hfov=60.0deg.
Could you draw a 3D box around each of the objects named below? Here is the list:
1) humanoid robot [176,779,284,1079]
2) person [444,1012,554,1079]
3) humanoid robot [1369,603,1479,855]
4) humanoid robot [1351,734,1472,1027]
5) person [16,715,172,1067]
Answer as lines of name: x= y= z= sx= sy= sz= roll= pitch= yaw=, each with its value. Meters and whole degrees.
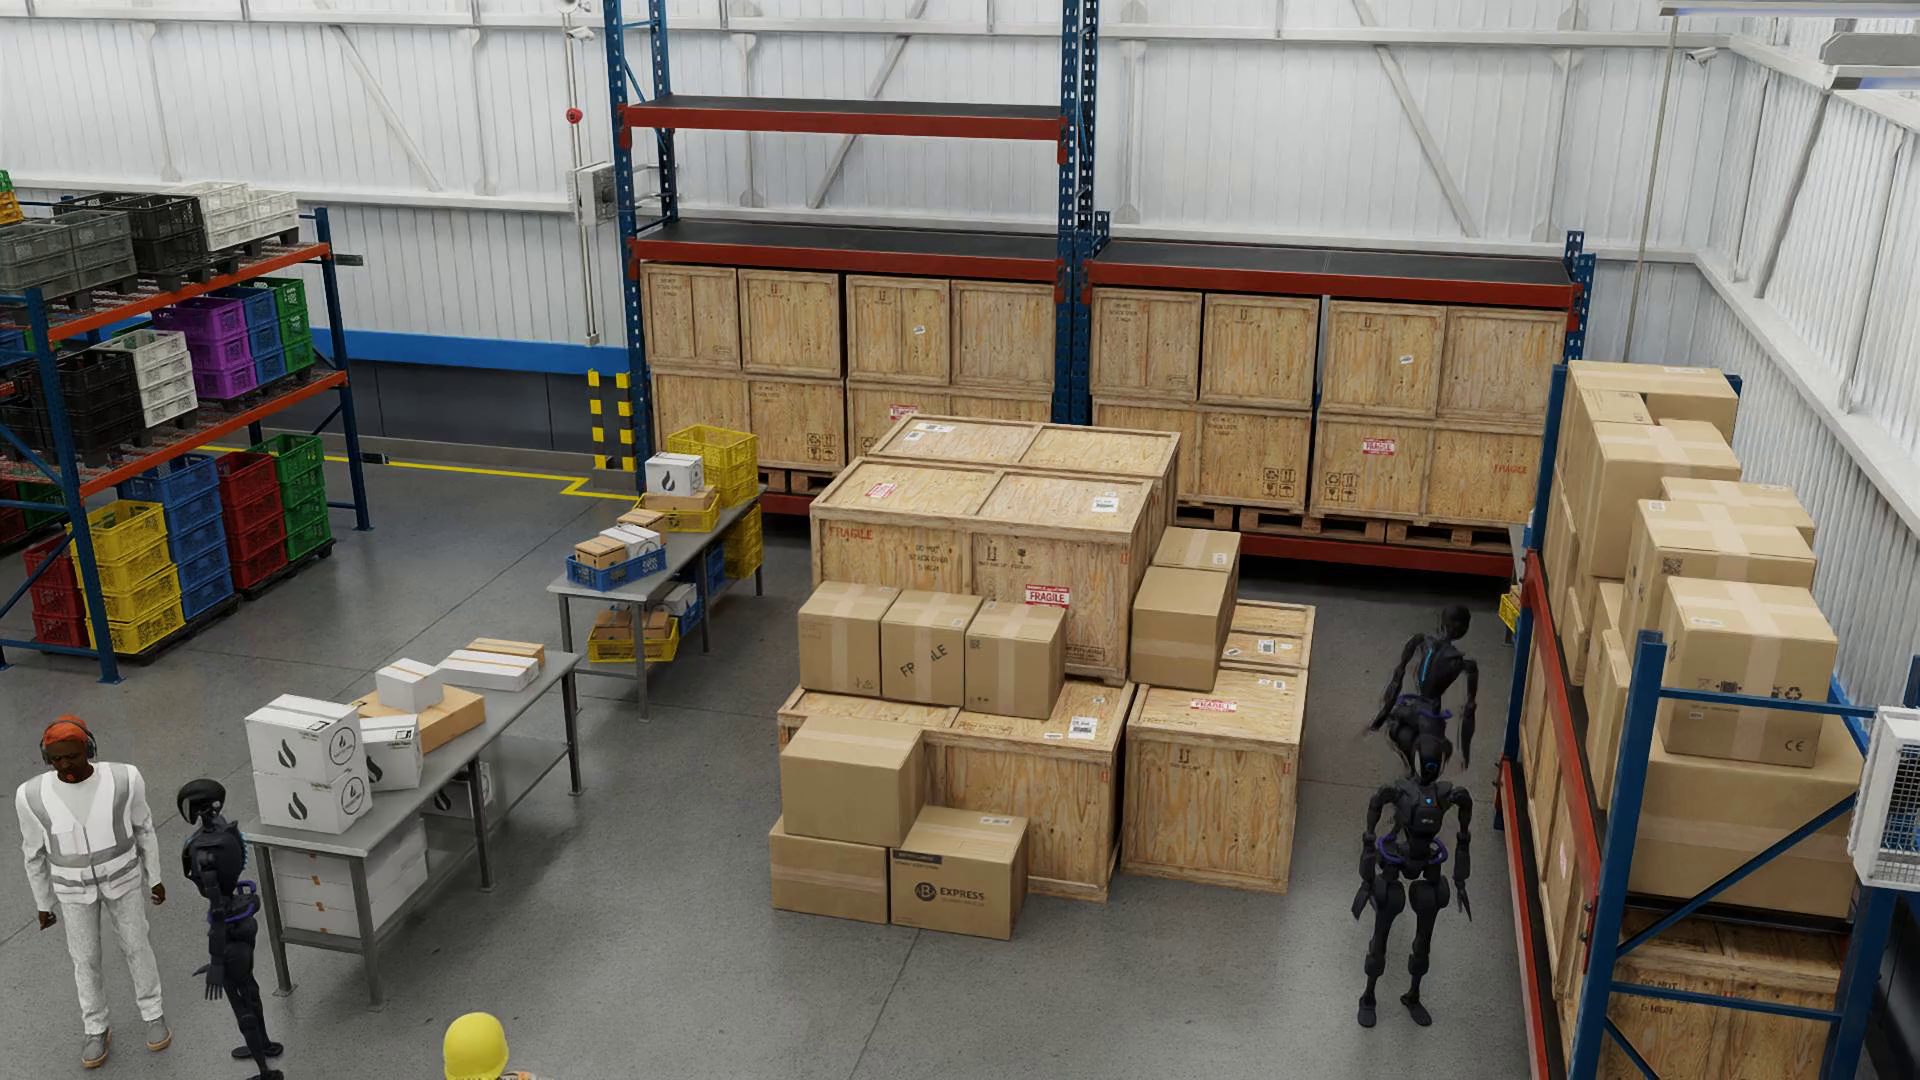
humanoid robot: x=-3.557 y=1.905 z=8.069 sx=0.308 sy=1.657 sz=0.613 roll=-7 pitch=22 yaw=-17
person: x=-1.682 y=2.537 z=6.087 sx=0.587 sy=1.927 sz=0.384 roll=-6 pitch=22 yaw=-16
humanoid robot: x=2.830 y=1.132 z=10.193 sx=0.791 sy=1.605 sz=0.636 roll=-12 pitch=24 yaw=-29
humanoid robot: x=2.311 y=1.748 z=8.484 sx=0.600 sy=1.653 sz=0.330 roll=0 pitch=21 yaw=-1
person: x=-4.281 y=1.725 z=8.269 sx=0.583 sy=1.882 sz=0.337 roll=-10 pitch=23 yaw=-24
